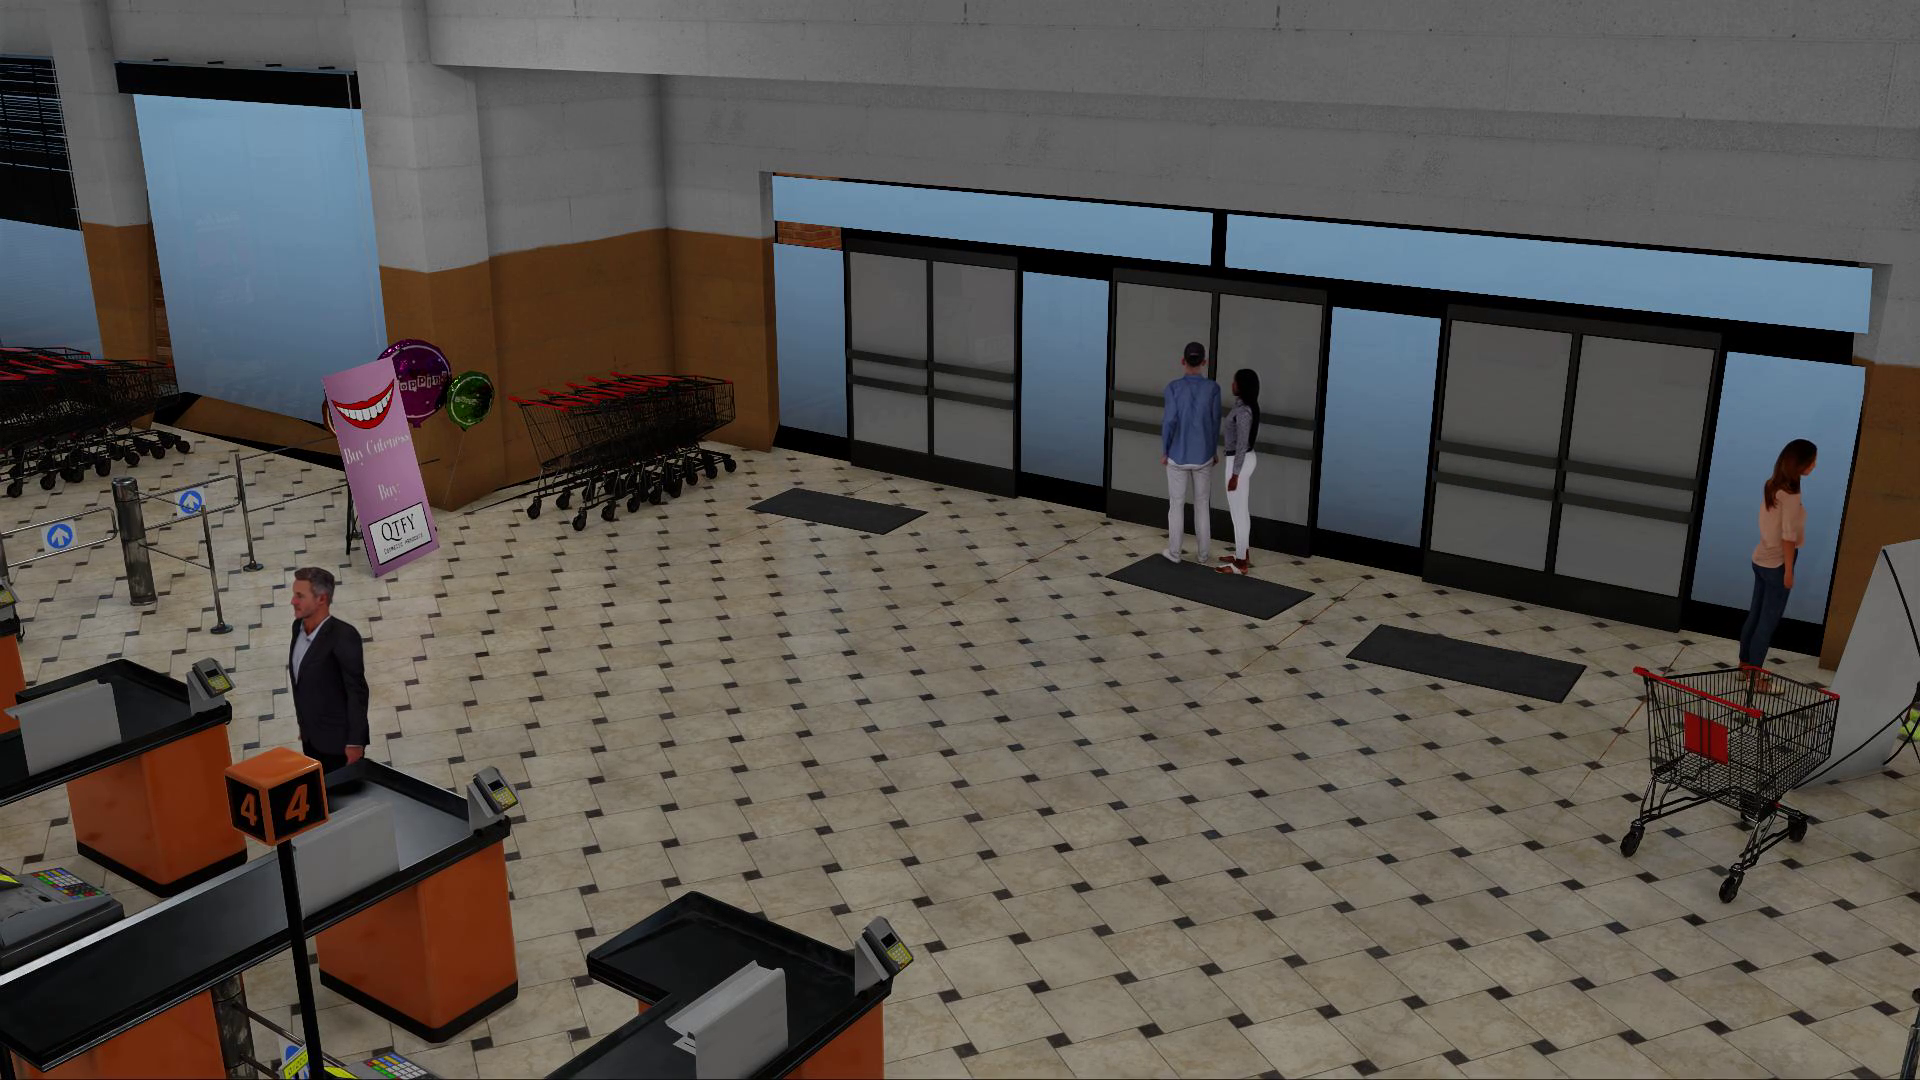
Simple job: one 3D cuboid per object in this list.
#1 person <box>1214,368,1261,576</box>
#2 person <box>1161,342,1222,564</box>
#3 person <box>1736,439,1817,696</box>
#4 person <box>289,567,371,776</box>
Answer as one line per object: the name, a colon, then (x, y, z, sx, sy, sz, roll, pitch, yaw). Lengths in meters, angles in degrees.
person: (2.305, -0.574, 13.701, 0.721, 1.724, 0.557, 5, 19, 16)
person: (1.920, -0.725, 13.893, 0.735, 1.887, 0.766, -1, 19, -3)
person: (5.576, 0.168, 11.400, 0.729, 1.788, 0.611, 2, 19, 7)
person: (-3.352, 1.000, 8.848, 0.720, 1.842, 0.594, 14, 23, 35)
